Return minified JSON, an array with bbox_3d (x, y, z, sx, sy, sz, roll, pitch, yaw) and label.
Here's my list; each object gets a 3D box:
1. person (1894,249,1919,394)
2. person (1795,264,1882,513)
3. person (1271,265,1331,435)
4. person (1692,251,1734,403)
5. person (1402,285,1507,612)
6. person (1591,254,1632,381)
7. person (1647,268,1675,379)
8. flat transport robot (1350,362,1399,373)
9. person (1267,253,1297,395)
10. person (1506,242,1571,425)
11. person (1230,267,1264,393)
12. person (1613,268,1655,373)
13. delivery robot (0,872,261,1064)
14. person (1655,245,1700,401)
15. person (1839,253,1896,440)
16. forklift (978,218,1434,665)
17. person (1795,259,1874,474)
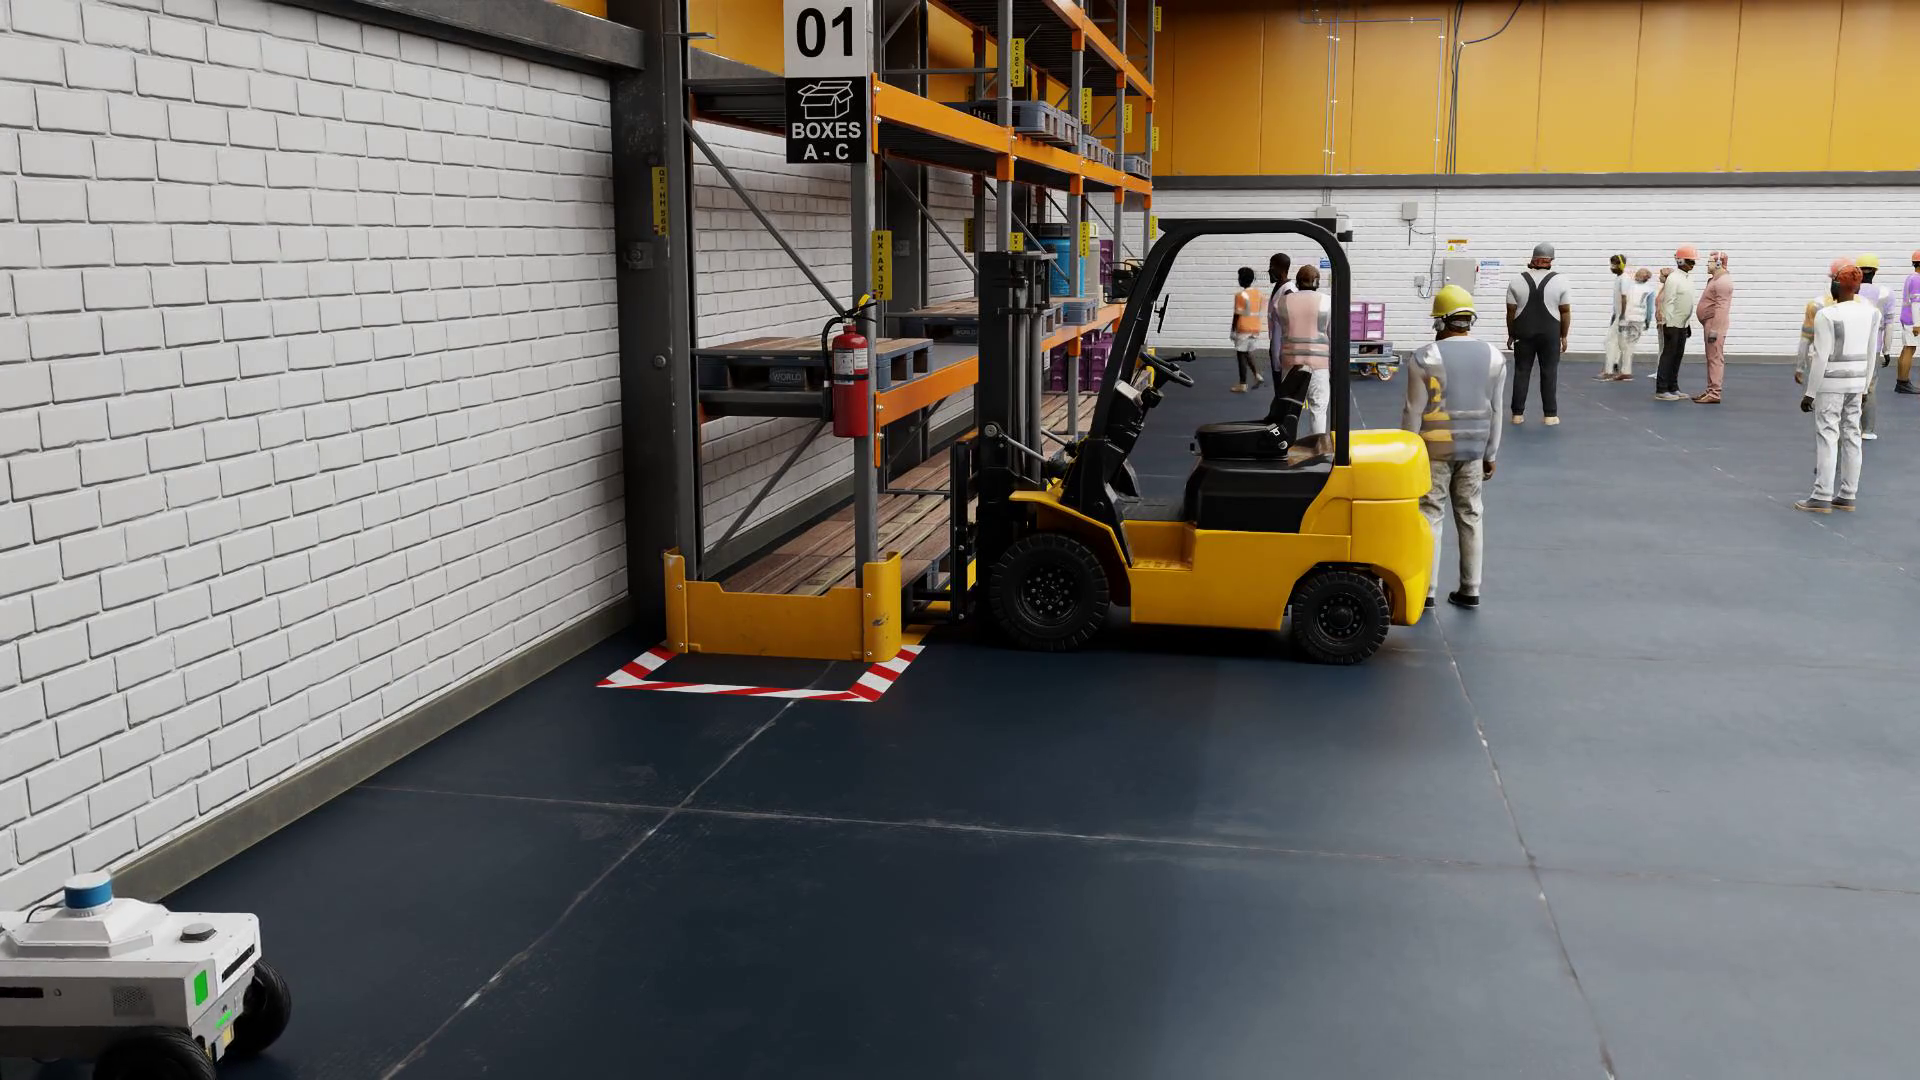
[{"bbox_3d":[12.789,-2.925,22.262,0.360,1.939,0.543,4,11,22],"label":"person"},{"bbox_3d":[6.669,-1.141,12.637,0.573,1.883,0.355,-3,11,-16],"label":"person"},{"bbox_3d":[3.148,-1.577,15.158,0.622,1.838,0.429,4,11,21],"label":"person"},{"bbox_3d":[9.493,-2.675,20.978,0.407,1.910,0.639,4,11,21],"label":"person"},{"bbox_3d":[2.739,-0.505,9.314,0.594,1.823,0.403,-2,11,-12],"label":"person"},{"bbox_3d":[9.559,-3.223,24.222,0.484,1.848,0.567,5,11,24],"label":"person"},{"bbox_3d":[10.381,-3.180,24.476,0.314,1.641,0.515,1,10,8],"label":"person"},{"bbox_3d":[6.012,-2.712,25.667,1.431,0.197,0.652,4,11,19],"label":"flat transport robot"},{"bbox_3d":[3.459,-2.103,17.809,0.373,1.917,0.594,-1,10,-4],"label":"person"},{"bbox_3d":[6.480,-2.314,18.634,0.688,2.000,0.536,6,12,28],"label":"person"},{"bbox_3d":[3.822,-2.809,22.281,0.350,1.687,0.552,10,14,44],"label":"person"},{"bbox_3d":[10.350,-3.361,25.524,0.552,1.612,0.402,9,14,40],"label":"person"},{"bbox_3d":[-2.091,1.048,4.019,0.707,0.478,0.477,0,10,1],"label":"delivery robot"},{"bbox_3d":[9.226,-2.777,21.339,0.607,1.987,0.411,-10,14,-44],"label":"person"},{"bbox_3d":[9.287,-1.987,17.155,0.587,1.926,0.368,6,12,30],"label":"person"},{"bbox_3d":[1.285,-0.567,8.635,2.313,2.155,1.214,2,11,11],"label":"forklift"},{"bbox_3d":[7.778,-1.547,14.825,0.569,1.884,0.977,4,11,21],"label":"person"}]
